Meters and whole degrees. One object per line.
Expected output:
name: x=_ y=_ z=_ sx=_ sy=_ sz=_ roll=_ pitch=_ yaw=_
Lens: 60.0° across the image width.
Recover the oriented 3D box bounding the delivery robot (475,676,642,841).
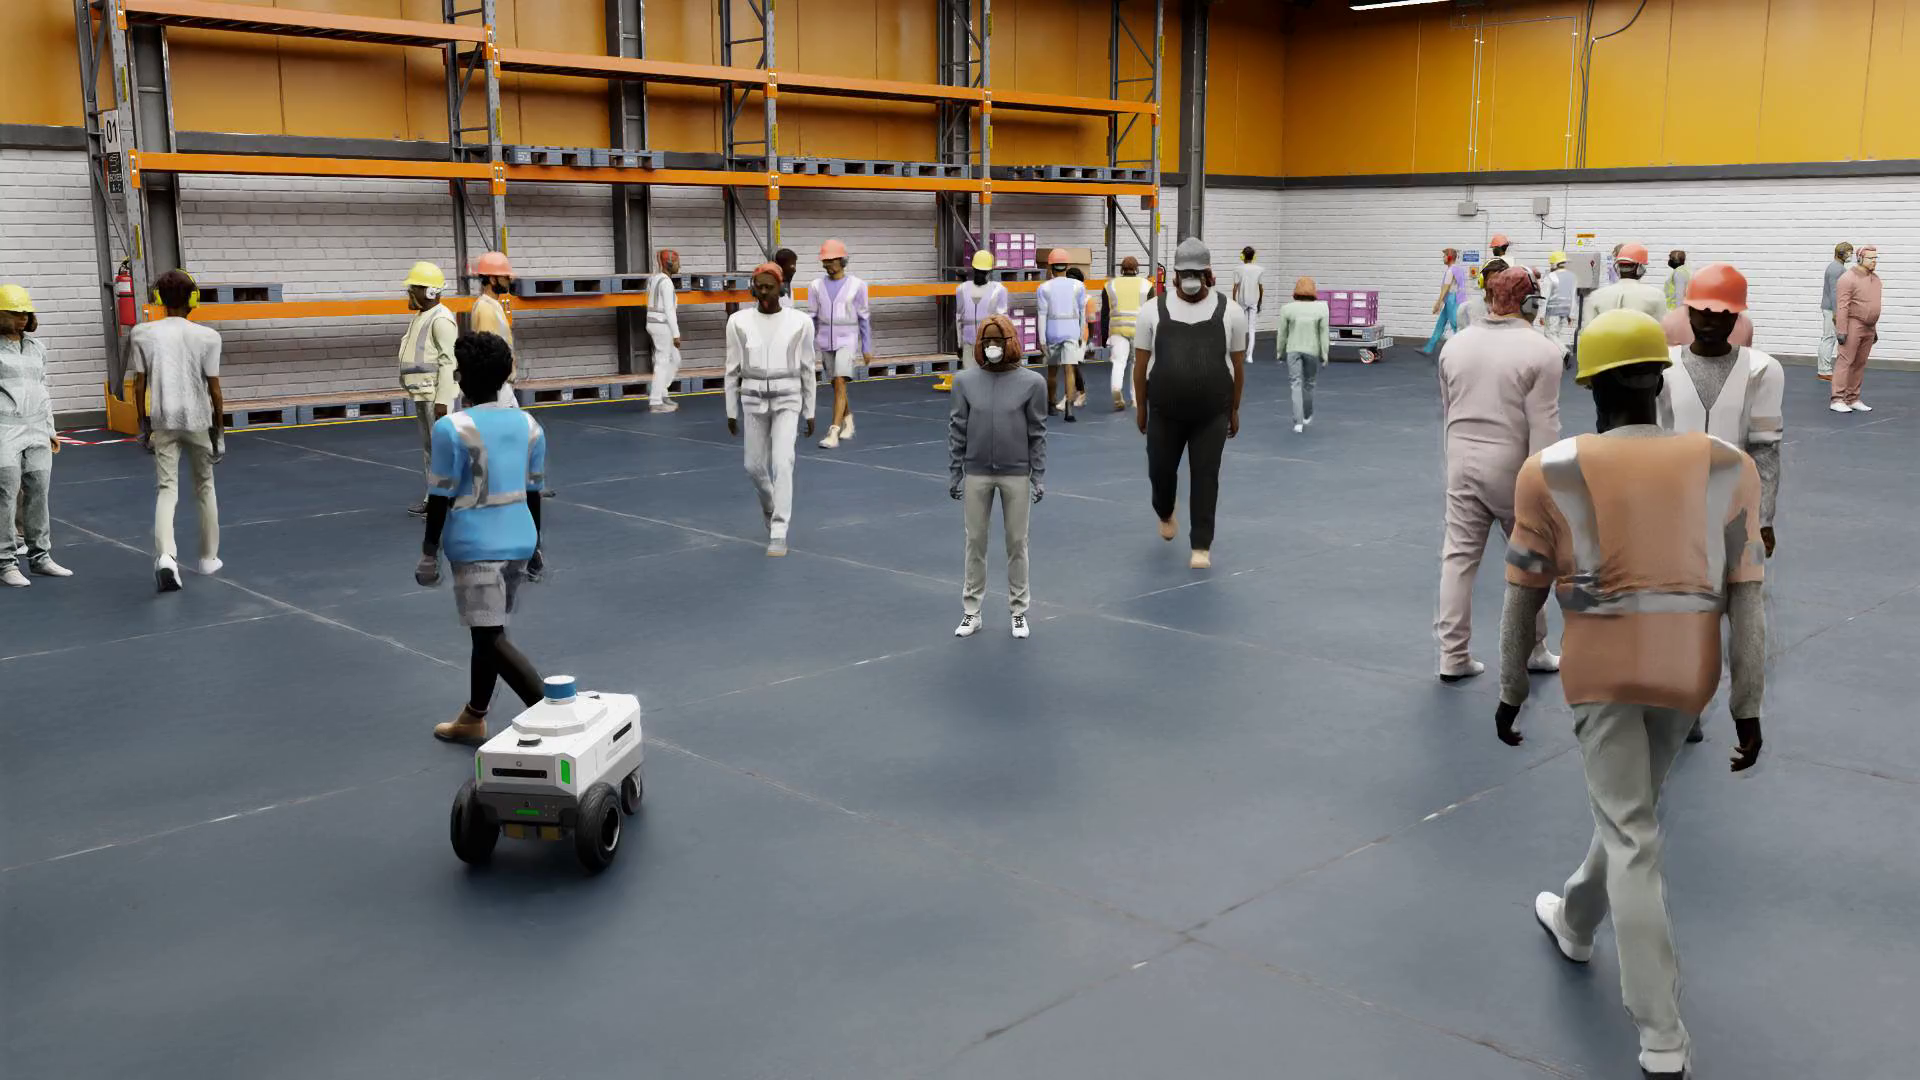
delivery robot: x=-1.326 y=0.696 z=5.546 sx=0.477 sy=0.478 sz=0.707 roll=2 pitch=10 yaw=8

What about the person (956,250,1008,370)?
person: x=0.233 y=-2.098 z=17.482 sx=0.599 sy=1.872 sz=1.017 roll=4 pitch=11 yaw=19

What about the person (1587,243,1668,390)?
person: x=5.470 y=-1.427 z=13.567 sx=0.634 sy=1.950 sz=0.989 roll=10 pitch=14 yaw=43

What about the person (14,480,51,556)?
person: x=-6.027 y=-0.722 z=10.576 sx=0.514 sy=1.639 sz=0.310 roll=9 pitch=14 yaw=40

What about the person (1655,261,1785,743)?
person: x=2.941 y=-0.135 z=6.609 sx=0.546 sy=1.917 sz=0.398 roll=4 pitch=11 yaw=21

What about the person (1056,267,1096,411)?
person: x=1.314 y=-2.343 z=19.377 sx=0.534 sy=1.652 sz=0.860 roll=8 pitch=13 yaw=38

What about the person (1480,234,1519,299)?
person: x=8.356 y=-3.759 z=26.059 sx=0.647 sy=2.028 sz=0.636 roll=-6 pitch=12 yaw=-31

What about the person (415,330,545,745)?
person: x=-1.761 y=0.035 z=6.363 sx=0.811 sy=1.668 sz=0.527 roll=5 pitch=11 yaw=25

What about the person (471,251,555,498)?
person: x=-3.628 y=-1.244 z=12.719 sx=0.884 sy=1.910 sz=0.554 roll=-2 pitch=11 yaw=-12

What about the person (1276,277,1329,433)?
person: x=3.555 y=-1.932 z=17.288 sx=0.522 sy=1.581 sz=0.843 roll=2 pitch=11 yaw=8

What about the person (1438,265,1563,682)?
person: x=2.503 y=-0.301 z=7.605 sx=0.781 sy=1.876 sz=0.665 roll=-8 pitch=13 yaw=-39

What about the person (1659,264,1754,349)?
person: x=4.729 y=-0.814 z=10.538 sx=0.649 sy=1.837 sz=1.061 roll=0 pitch=10 yaw=-1

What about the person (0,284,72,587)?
person: x=-5.451 y=-0.608 z=9.674 sx=0.315 sy=1.741 sz=0.493 roll=3 pitch=11 yaw=17

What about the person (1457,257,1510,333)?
person: x=3.777 y=-1.079 z=11.916 sx=0.518 sy=1.865 sz=0.326 roll=0 pitch=10 yaw=-1

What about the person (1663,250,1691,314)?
person: x=11.226 y=-3.617 z=25.924 sx=0.921 sy=1.809 sz=0.638 roll=6 pitch=12 yaw=28

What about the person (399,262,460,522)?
person: x=-3.759 y=-1.046 z=11.806 sx=0.403 sy=1.837 sz=0.586 roll=-7 pitch=13 yaw=-34

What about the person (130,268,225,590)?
person: x=-4.525 y=-0.651 z=9.644 sx=0.513 sy=1.841 sz=0.901 roll=-3 pitch=11 yaw=-17

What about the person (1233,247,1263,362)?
person: x=4.614 y=-3.794 z=26.791 sx=0.514 sy=1.829 sz=0.915 roll=0 pitch=10 yaw=2

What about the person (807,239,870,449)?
person: x=-1.181 y=-1.910 z=16.123 sx=0.613 sy=1.993 sz=1.080 roll=4 pitch=11 yaw=19

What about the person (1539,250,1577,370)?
person: x=8.874 y=-3.379 z=24.628 sx=0.591 sy=1.808 sz=0.739 roll=-5 pitch=11 yaw=-24

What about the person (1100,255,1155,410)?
person: x=1.941 y=-2.408 z=19.367 sx=0.636 sy=1.802 sz=0.916 roll=2 pitch=11 yaw=10

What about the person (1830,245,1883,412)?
person: x=10.334 y=-2.419 z=19.104 sx=0.652 sy=1.906 sz=0.403 roll=-5 pitch=12 yaw=-27

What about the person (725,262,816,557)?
person: x=-1.214 y=-0.861 z=10.747 sx=0.582 sy=1.864 sz=0.781 roll=0 pitch=10 yaw=2

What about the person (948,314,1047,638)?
person: x=0.186 y=-0.317 z=8.382 sx=0.504 sy=1.633 sz=0.279 roll=2 pitch=11 yaw=9

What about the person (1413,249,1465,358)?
person: x=7.901 y=-3.842 z=27.158 sx=0.939 sy=1.802 sz=0.572 roll=4 pitch=11 yaw=21

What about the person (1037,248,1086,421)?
person: x=1.119 y=-2.263 z=18.351 sx=0.546 sy=1.887 sz=1.026 roll=0 pitch=10 yaw=0

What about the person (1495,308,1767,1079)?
person: x=1.694 y=0.352 z=4.203 sx=0.592 sy=1.840 sz=1.071 roll=1 pitch=10 yaw=3

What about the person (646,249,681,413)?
person: x=-3.380 y=-2.389 z=19.057 sx=0.525 sy=1.861 sz=0.651 roll=-4 pitch=11 yaw=-22

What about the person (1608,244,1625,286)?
person: x=10.597 y=-3.792 z=26.640 sx=0.646 sy=1.896 sz=1.003 roll=-7 pitch=12 yaw=-33

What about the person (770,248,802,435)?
person: x=-1.822 y=-1.972 z=16.713 sx=0.463 sy=1.887 sz=0.624 roll=3 pitch=11 yaw=16

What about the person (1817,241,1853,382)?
person: x=12.124 y=-3.155 z=23.045 sx=0.372 sy=1.934 sz=0.627 roll=5 pitch=11 yaw=24

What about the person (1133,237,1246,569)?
person: x=1.421 y=-0.877 z=10.325 sx=0.687 sy=2.000 sz=0.741 roll=1 pitch=10 yaw=8

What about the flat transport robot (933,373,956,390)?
flat transport robot: x=0.311 y=-2.105 z=21.850 sx=0.652 sy=0.197 sz=1.431 roll=7 pitch=12 yaw=33
